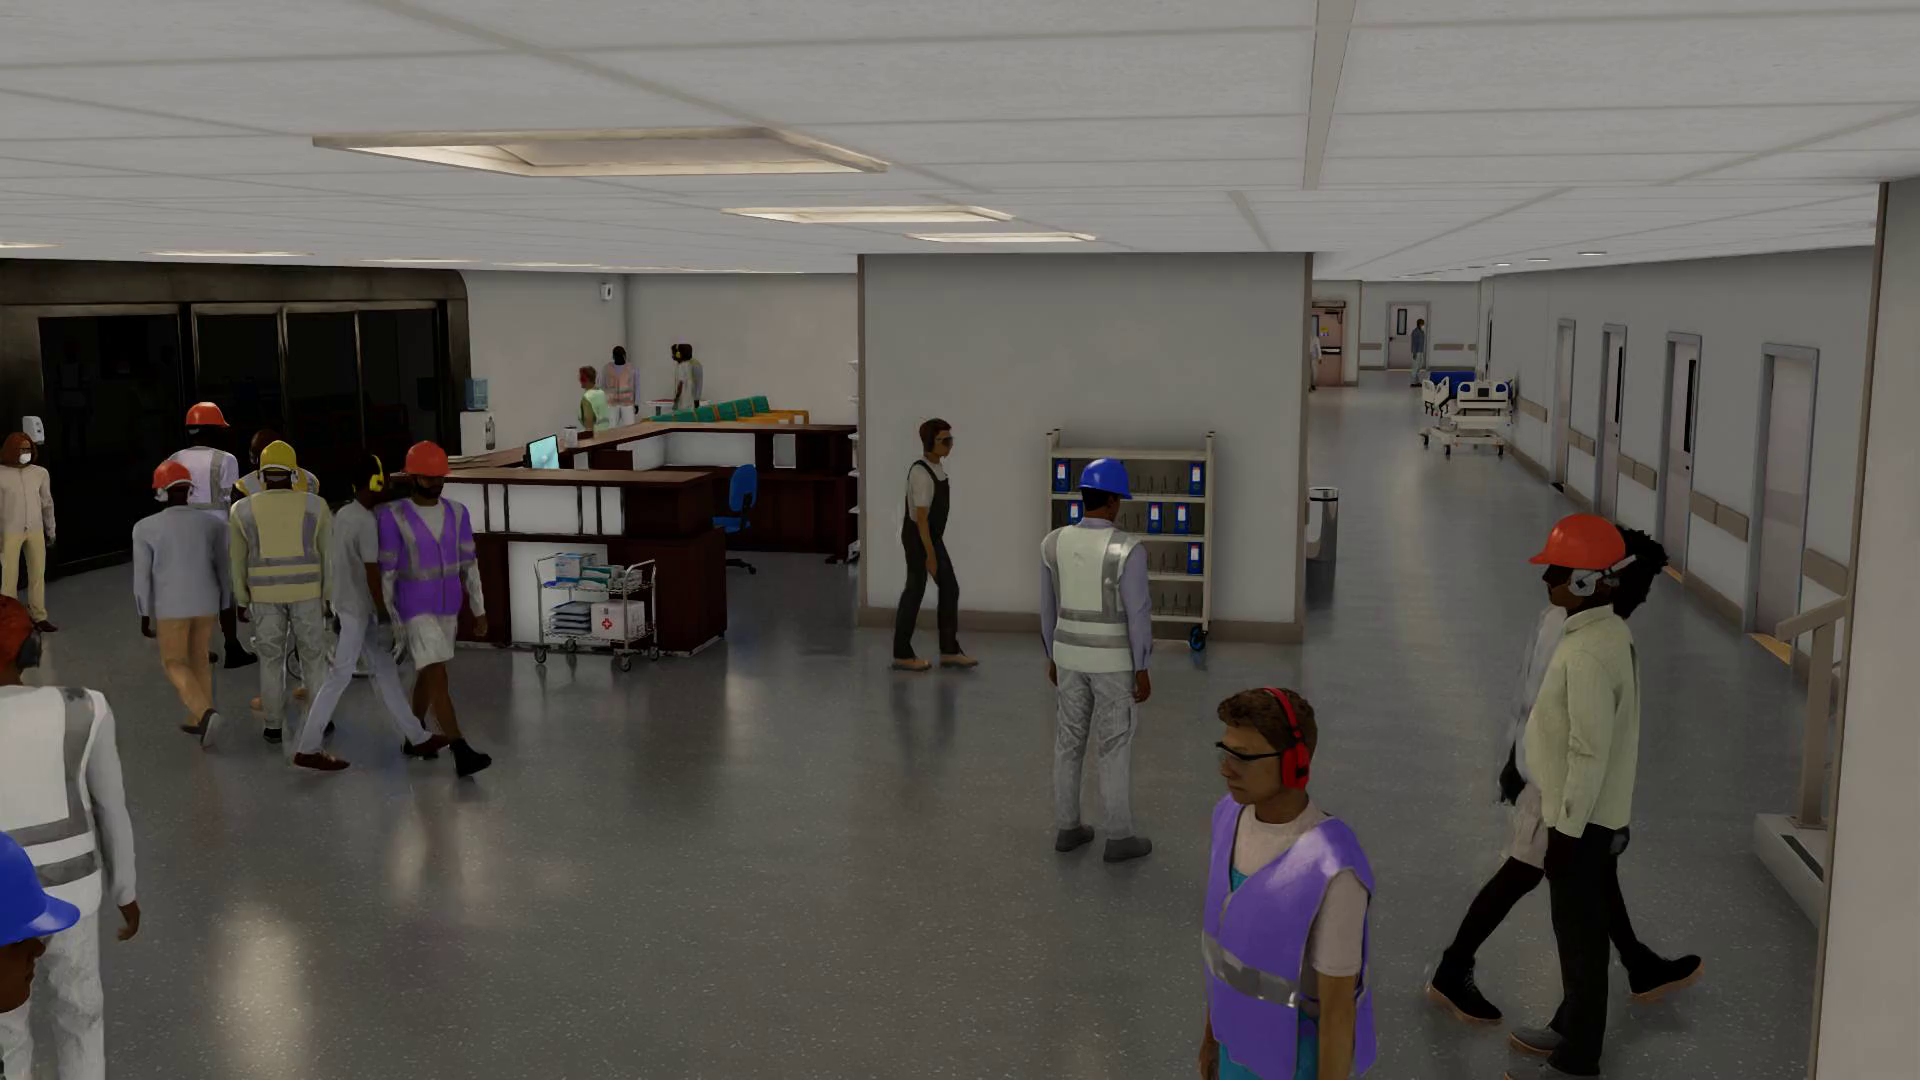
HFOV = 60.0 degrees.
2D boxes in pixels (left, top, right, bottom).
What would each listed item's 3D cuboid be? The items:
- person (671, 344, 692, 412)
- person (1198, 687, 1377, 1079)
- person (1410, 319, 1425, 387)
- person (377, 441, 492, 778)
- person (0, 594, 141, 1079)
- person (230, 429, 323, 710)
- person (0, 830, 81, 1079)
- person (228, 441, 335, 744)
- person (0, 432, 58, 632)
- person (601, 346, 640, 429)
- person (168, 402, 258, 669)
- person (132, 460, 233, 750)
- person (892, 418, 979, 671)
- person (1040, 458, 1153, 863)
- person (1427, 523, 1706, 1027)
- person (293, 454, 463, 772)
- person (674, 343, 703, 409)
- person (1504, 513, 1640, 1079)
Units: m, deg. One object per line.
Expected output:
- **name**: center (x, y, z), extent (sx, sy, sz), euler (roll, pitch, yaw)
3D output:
- **person**: center (-4.547, -2.295, 27.371), extent (0.466, 1.849, 0.497), euler (-2, 9, -11)
- **person**: center (0.764, 1.239, 3.938), extent (0.376, 1.836, 0.564), euler (-3, 9, -19)
- **person**: center (12.862, -5.250, 46.711), extent (0.382, 1.929, 0.634), euler (6, 11, 35)
- **person**: center (-2.959, 0.383, 9.444), extent (0.975, 1.882, 0.565), euler (7, 11, 40)
- **person**: center (-2.755, 1.082, 4.870), extent (0.633, 1.871, 0.394), euler (-6, 11, -36)
- **person**: center (-4.455, 0.198, 10.844), extent (0.430, 1.841, 0.624), euler (6, 10, 35)
- **person**: center (-1.517, 1.387, 2.582), extent (0.385, 1.948, 0.603), euler (-8, 12, -43)
- **person**: center (-4.087, 0.315, 10.081), extent (0.592, 1.832, 0.404), euler (-3, 9, -20)
- **person**: center (-7.409, -0.043, 13.156), extent (0.285, 1.627, 0.504), euler (5, 10, 32)
- **person**: center (-5.427, -2.176, 26.584), extent (0.626, 1.844, 0.429), euler (0, 9, -3)
- **person**: center (-5.424, -0.030, 12.034), extent (0.547, 1.934, 0.375), euler (1, 9, 8)
- **person**: center (-4.619, 0.387, 9.978), extent (0.694, 1.728, 0.563), euler (7, 11, 39)
- **person**: center (-0.161, 0.050, 11.833), extent (0.749, 1.824, 0.564), euler (3, 9, 17)
- **person**: center (0.665, 0.575, 8.008), extent (0.603, 1.938, 0.402), euler (7, 11, 38)
- **person**: center (2.307, 0.869, 6.232), extent (1.061, 1.895, 0.692), euler (1, 9, 7)
- **person**: center (-3.372, 0.417, 9.478), extent (0.960, 1.806, 0.569), euler (-5, 10, -28)
- **person**: center (-4.584, -2.383, 27.961), extent (0.429, 1.839, 0.634), euler (-8, 12, -42)
- **person**: center (2.091, 0.900, 5.658), extent (0.377, 1.995, 0.608), euler (4, 9, 23)
